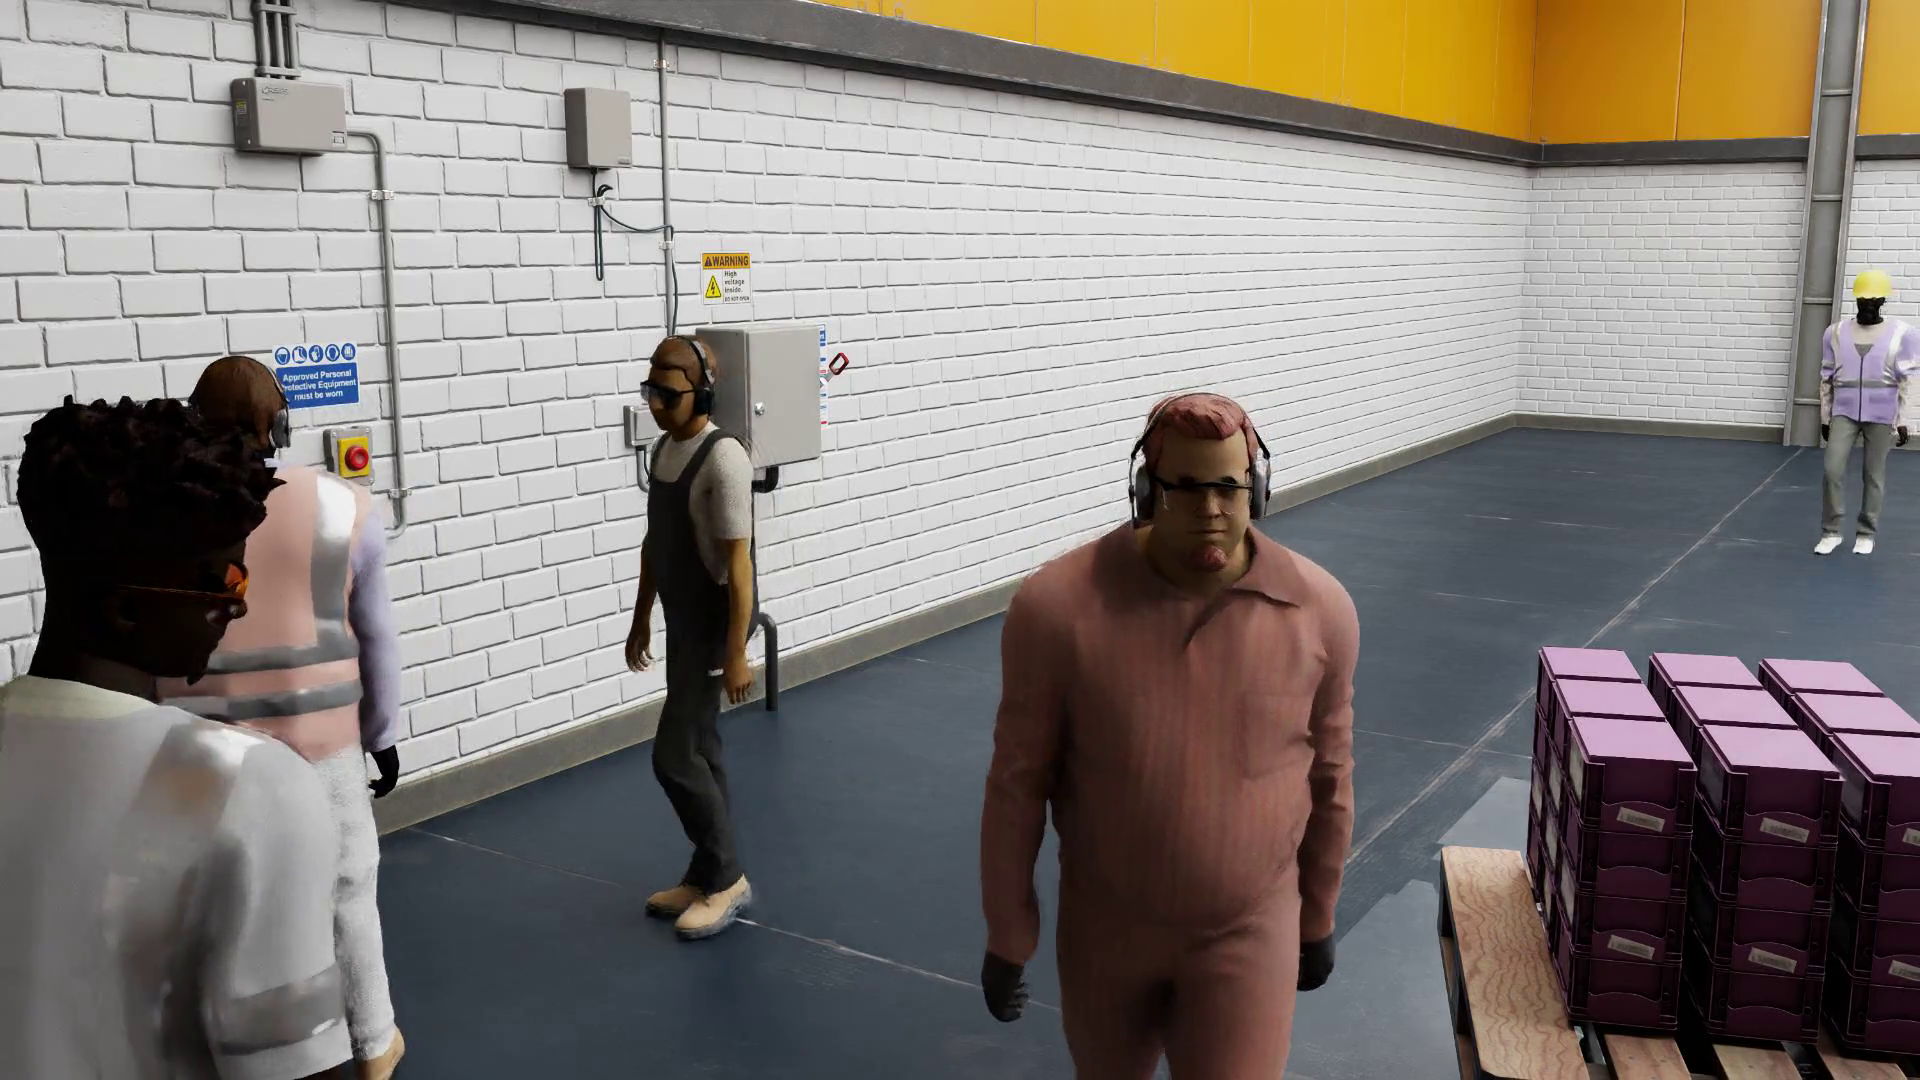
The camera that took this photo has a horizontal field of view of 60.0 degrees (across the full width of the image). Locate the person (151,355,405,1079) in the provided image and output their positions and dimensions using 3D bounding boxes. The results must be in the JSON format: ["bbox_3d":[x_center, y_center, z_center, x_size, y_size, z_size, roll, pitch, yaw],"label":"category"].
[{"bbox_3d":[-1.665,0.476,3.990,0.631,1.841,0.429,-4,11,-23],"label":"person"}]

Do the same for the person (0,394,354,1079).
[{"bbox_3d":[-1.018,0.810,1.883,0.762,1.944,0.409,2,10,9],"label":"person"}]

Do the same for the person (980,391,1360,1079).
[{"bbox_3d":[0.381,0.640,3.062,0.668,1.865,0.938,1,10,6],"label":"person"}]

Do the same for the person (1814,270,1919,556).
[{"bbox_3d":[5.979,-0.824,11.025,0.602,1.904,0.685,8,13,39],"label":"person"}]

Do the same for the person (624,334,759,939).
[{"bbox_3d":[-0.832,0.290,5.054,0.419,1.828,0.573,-6,12,-30],"label":"person"}]
